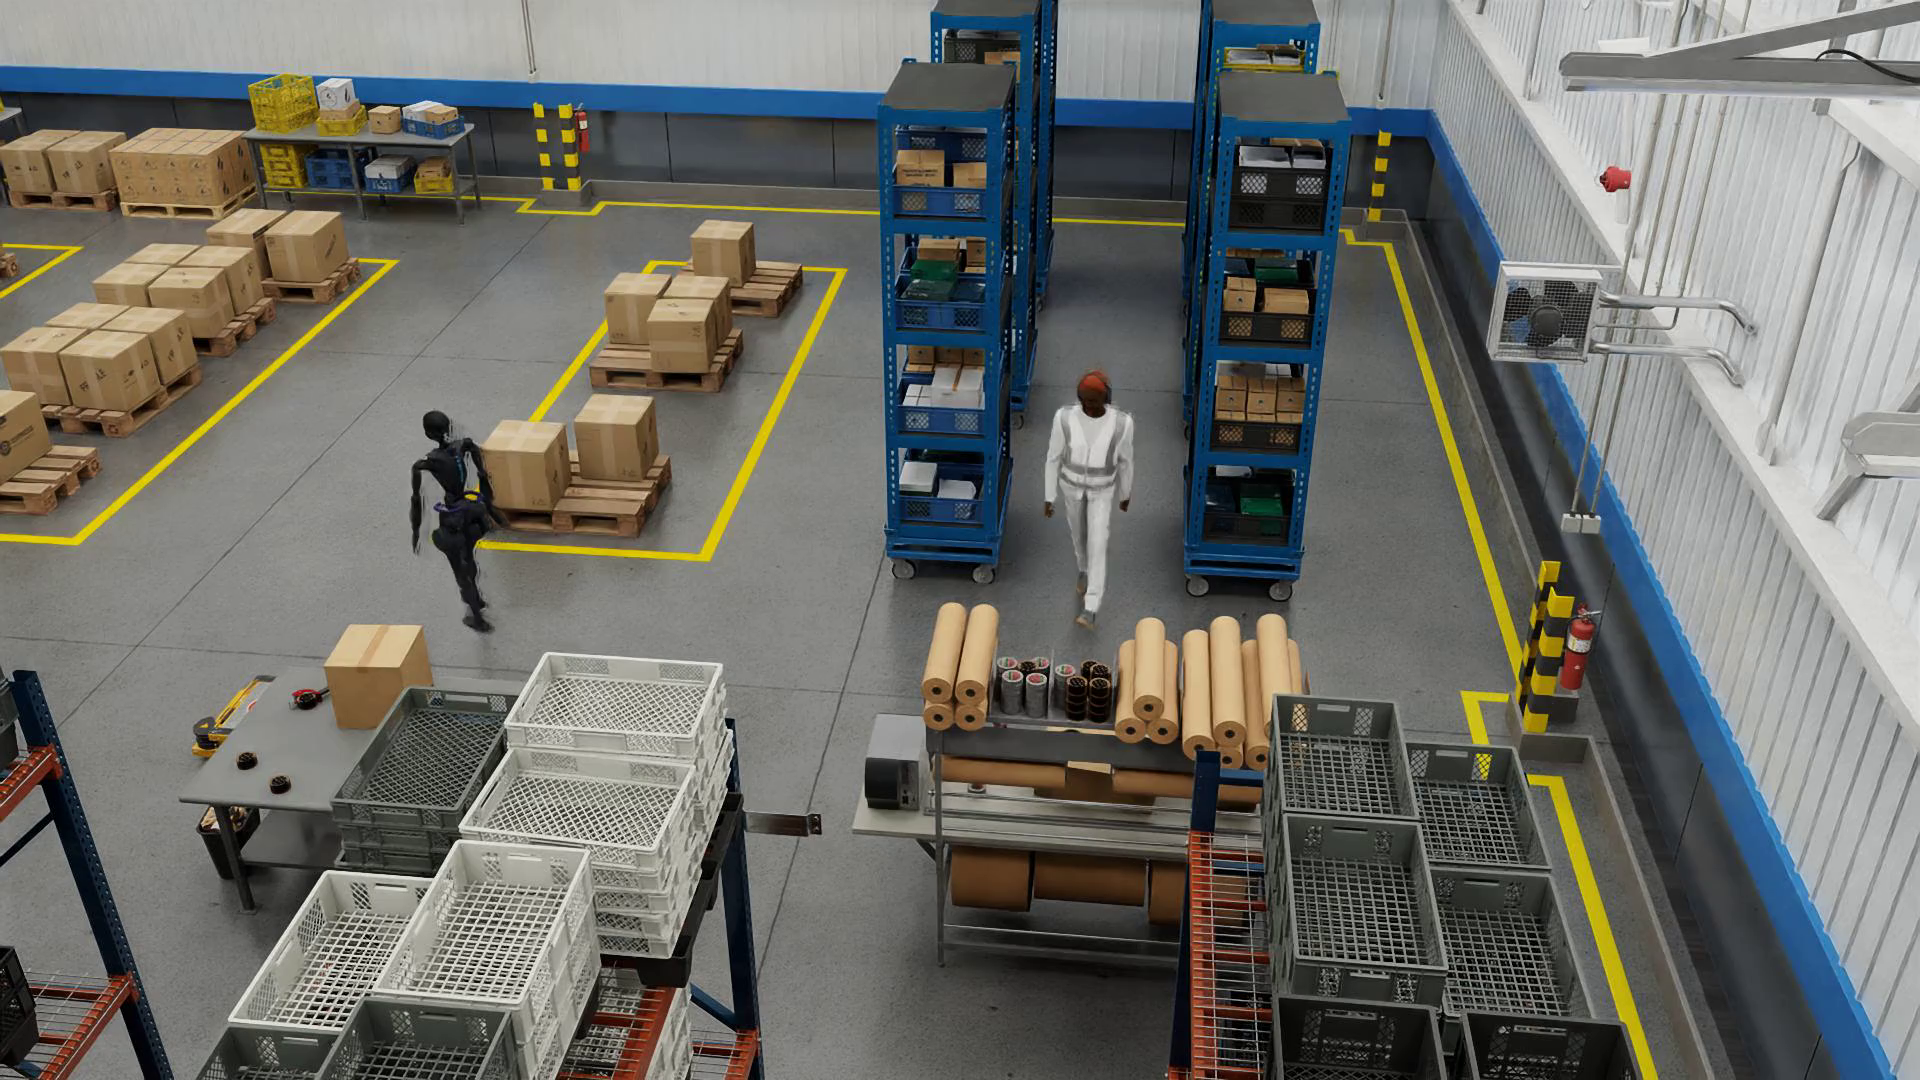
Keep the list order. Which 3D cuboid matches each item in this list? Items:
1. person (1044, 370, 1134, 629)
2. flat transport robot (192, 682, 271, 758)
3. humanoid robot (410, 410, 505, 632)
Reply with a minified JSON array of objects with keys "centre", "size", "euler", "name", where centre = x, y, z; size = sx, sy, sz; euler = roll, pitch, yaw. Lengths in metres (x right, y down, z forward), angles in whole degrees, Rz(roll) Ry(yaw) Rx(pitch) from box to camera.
[{"centre":[0.873,-0.285,11.603],"size":[0.579,1.830,1.039],"euler":[8,31,13],"name":"person"},{"centre":[-4.089,1.163,10.648],"size":[1.431,0.197,0.652],"euler":[3,30,6],"name":"flat transport robot"},{"centre":[-3.513,-0.154,11.545],"size":[0.544,1.646,0.629],"euler":[20,36,31],"name":"humanoid robot"}]
